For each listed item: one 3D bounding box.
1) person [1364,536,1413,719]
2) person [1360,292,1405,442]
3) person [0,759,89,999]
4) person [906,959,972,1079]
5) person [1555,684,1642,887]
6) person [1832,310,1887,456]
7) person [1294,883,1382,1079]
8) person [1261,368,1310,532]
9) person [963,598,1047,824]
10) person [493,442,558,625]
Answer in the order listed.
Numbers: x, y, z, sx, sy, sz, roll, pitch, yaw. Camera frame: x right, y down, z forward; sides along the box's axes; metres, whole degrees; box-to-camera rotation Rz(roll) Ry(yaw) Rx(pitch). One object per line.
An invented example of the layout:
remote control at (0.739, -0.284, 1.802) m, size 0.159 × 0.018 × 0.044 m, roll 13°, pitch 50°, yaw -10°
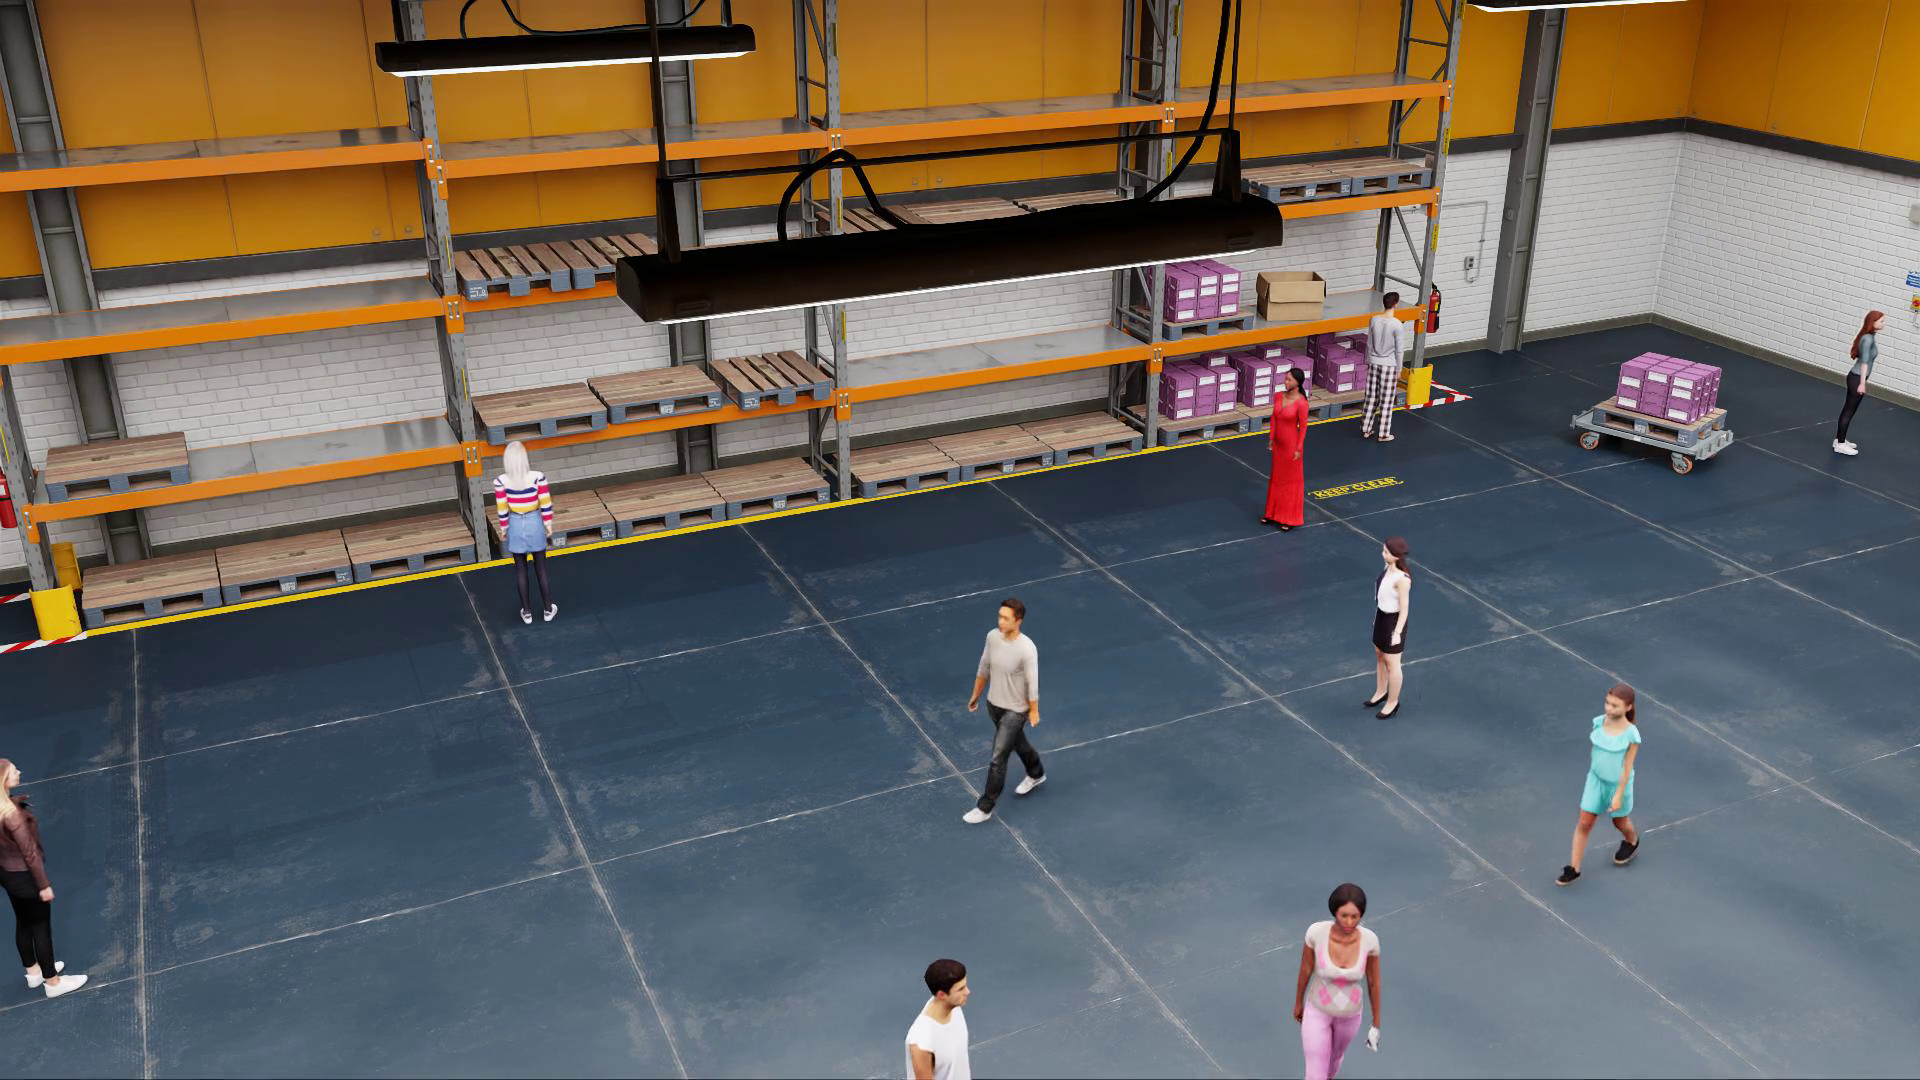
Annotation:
person at (3.615, 0.725, 13.971) m, size 0.580 × 1.648 × 0.605 m, roll -5°, pitch 24°, yaw -11°
person at (5.145, -2.114, 20.218) m, size 0.696 × 1.847 × 0.660 m, roll 21°, pitch 31°, yaw 39°
person at (-5.998, 2.154, 10.632) m, size 0.676 × 1.704 × 0.672 m, roll 16°, pitch 28°, yaw 32°
person at (-0.168, 2.949, 8.728) m, size 1.015 × 1.774 × 0.971 m, roll 10°, pitch 25°, yaw 21°
person at (4.682, 1.723, 11.841) m, size 1.121 × 1.526 × 0.696 m, roll -17°, pitch 29°, yaw -33°
person at (10.725, -1.894, 19.846) m, size 0.731 × 1.742 × 0.653 m, roll 11°, pitch 26°, yaw 23°
person at (2.122, 2.660, 9.479) m, size 1.132 × 1.700 × 1.050 m, roll 3°, pitch 24°, yaw 6°
person at (3.493, -0.974, 17.688) m, size 0.668 × 1.784 × 0.679 m, roll -19°, pitch 30°, yaw -36°
person at (0.435, 1.237, 12.656) m, size 1.209 × 1.764 × 0.845 m, roll -18°, pitch 30°, yaw -36°
person at (-4.074, -0.080, 15.614) m, size 0.565 × 1.808 × 0.766 m, roll -4°, pitch 24°, yaw -9°
